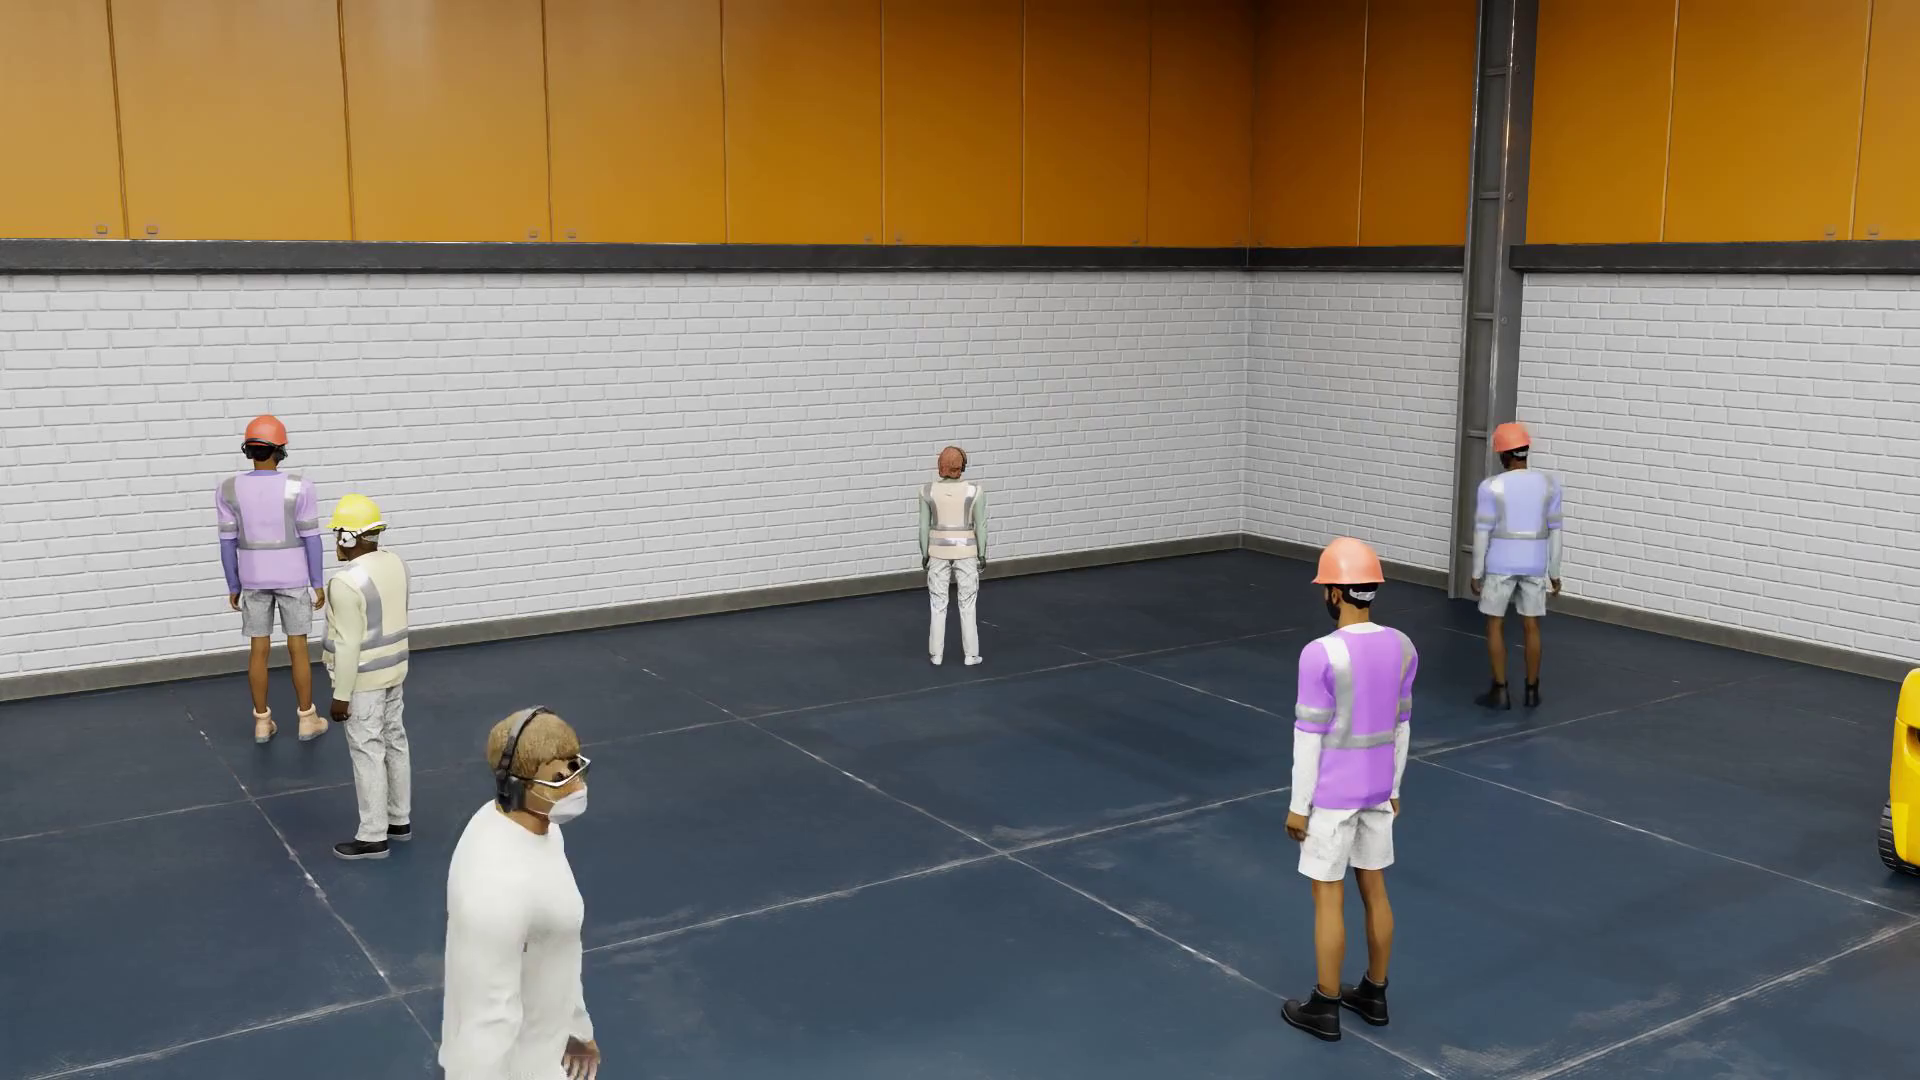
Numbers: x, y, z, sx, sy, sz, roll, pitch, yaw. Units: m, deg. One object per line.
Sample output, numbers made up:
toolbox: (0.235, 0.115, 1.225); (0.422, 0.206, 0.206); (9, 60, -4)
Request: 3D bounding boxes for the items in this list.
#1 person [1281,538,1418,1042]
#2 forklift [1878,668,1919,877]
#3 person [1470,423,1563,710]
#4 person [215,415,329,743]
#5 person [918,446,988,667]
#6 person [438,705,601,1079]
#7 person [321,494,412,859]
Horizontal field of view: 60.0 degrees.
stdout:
person: (1.481, 0.950, 6.426); (0.540, 1.929, 0.382); (-6, 11, -31)
forklift: (5.511, 0.571, 7.906); (2.313, 2.155, 1.214); (-6, 11, -33)
person: (3.725, 0.187, 11.118); (0.608, 1.916, 0.424); (0, 9, 2)
person: (-4.257, 0.244, 10.332); (0.606, 2.044, 0.373); (-1, 10, -8)
person: (-0.050, 0.128, 12.240); (0.512, 1.641, 0.307); (1, 9, 7)
person: (-1.068, 1.336, 4.143); (0.509, 1.921, 0.602); (-4, 10, -24)
person: (-2.978, 0.679, 8.345); (0.404, 1.833, 0.593); (2, 10, 10)
